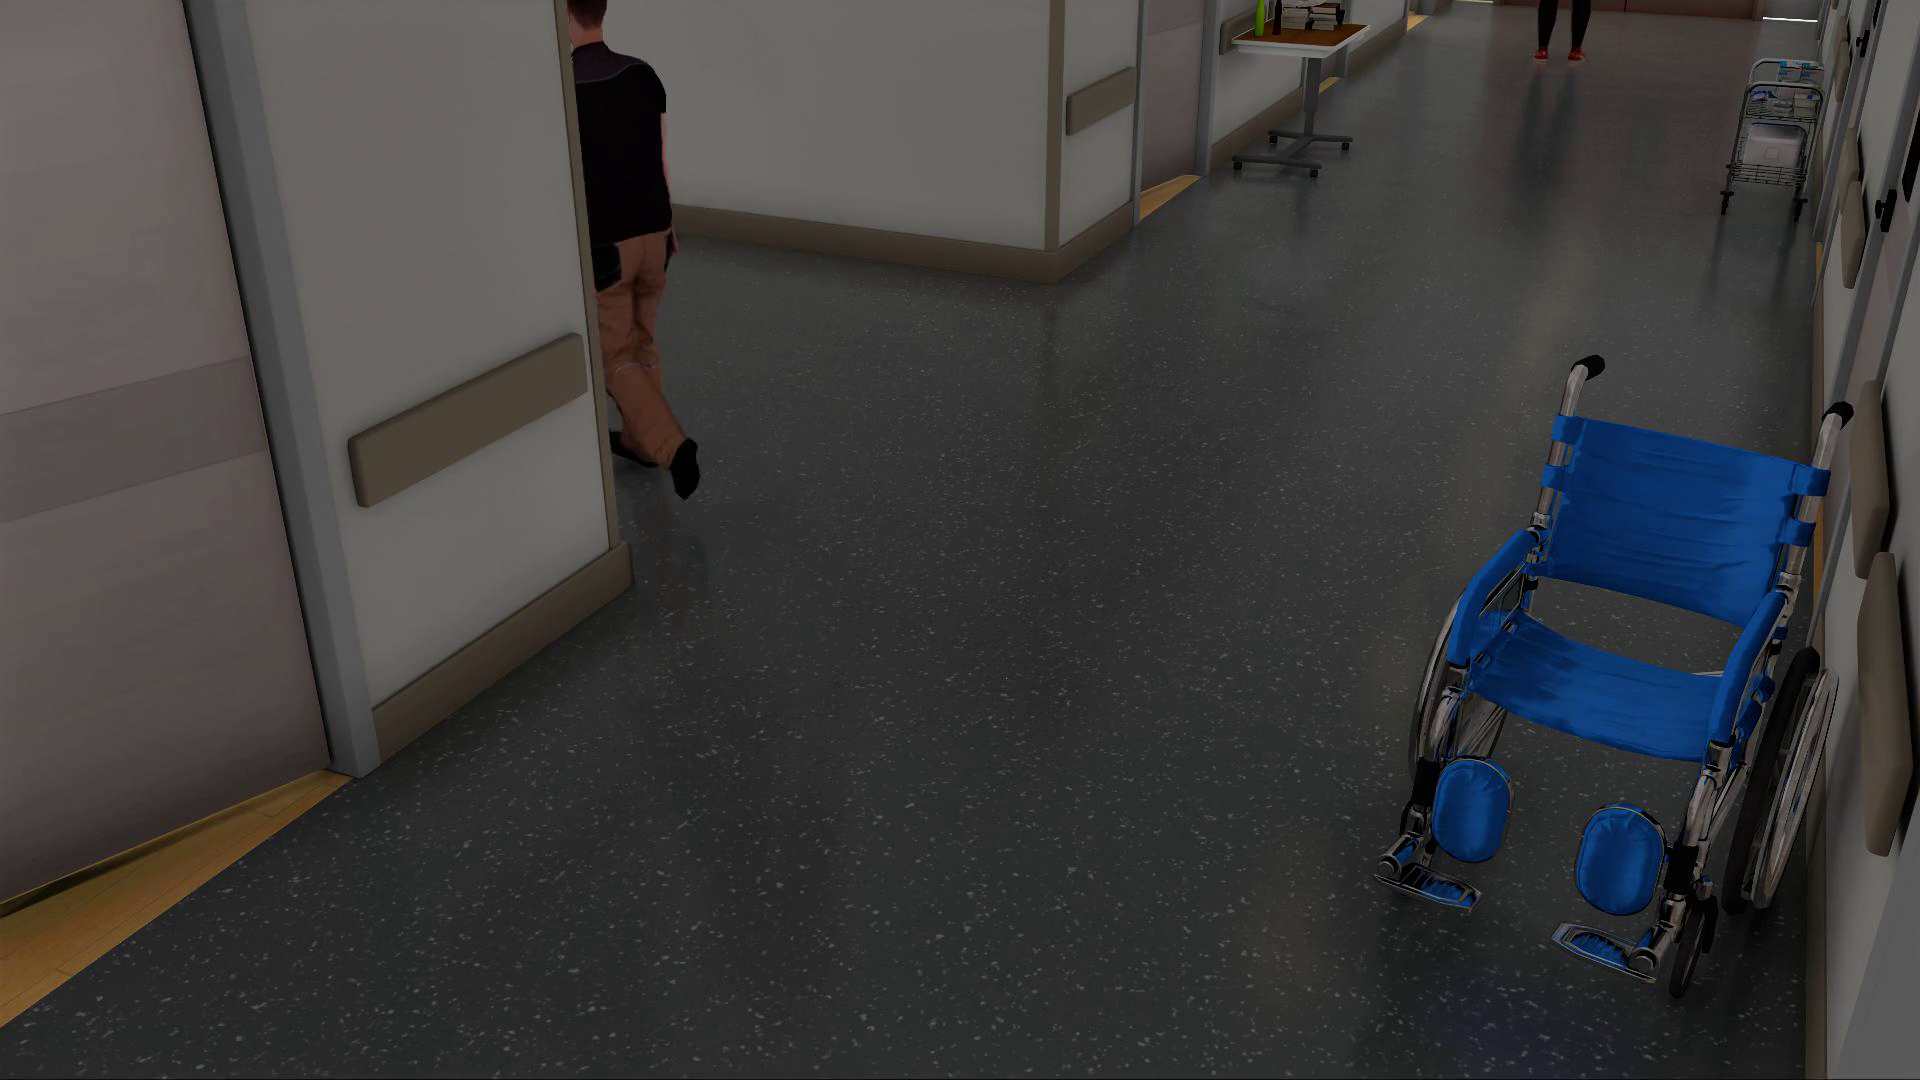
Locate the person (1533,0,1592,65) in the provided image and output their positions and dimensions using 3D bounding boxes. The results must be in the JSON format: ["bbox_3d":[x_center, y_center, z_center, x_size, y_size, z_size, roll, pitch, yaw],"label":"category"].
[{"bbox_3d":[5.078,-4.911,13.793,0.702,1.815,0.643,8,27,16],"label":"person"}]

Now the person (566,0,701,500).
[{"bbox_3d":[-1.124,-0.990,5.673,1.111,1.807,1.005,-20,32,-36],"label":"person"}]
